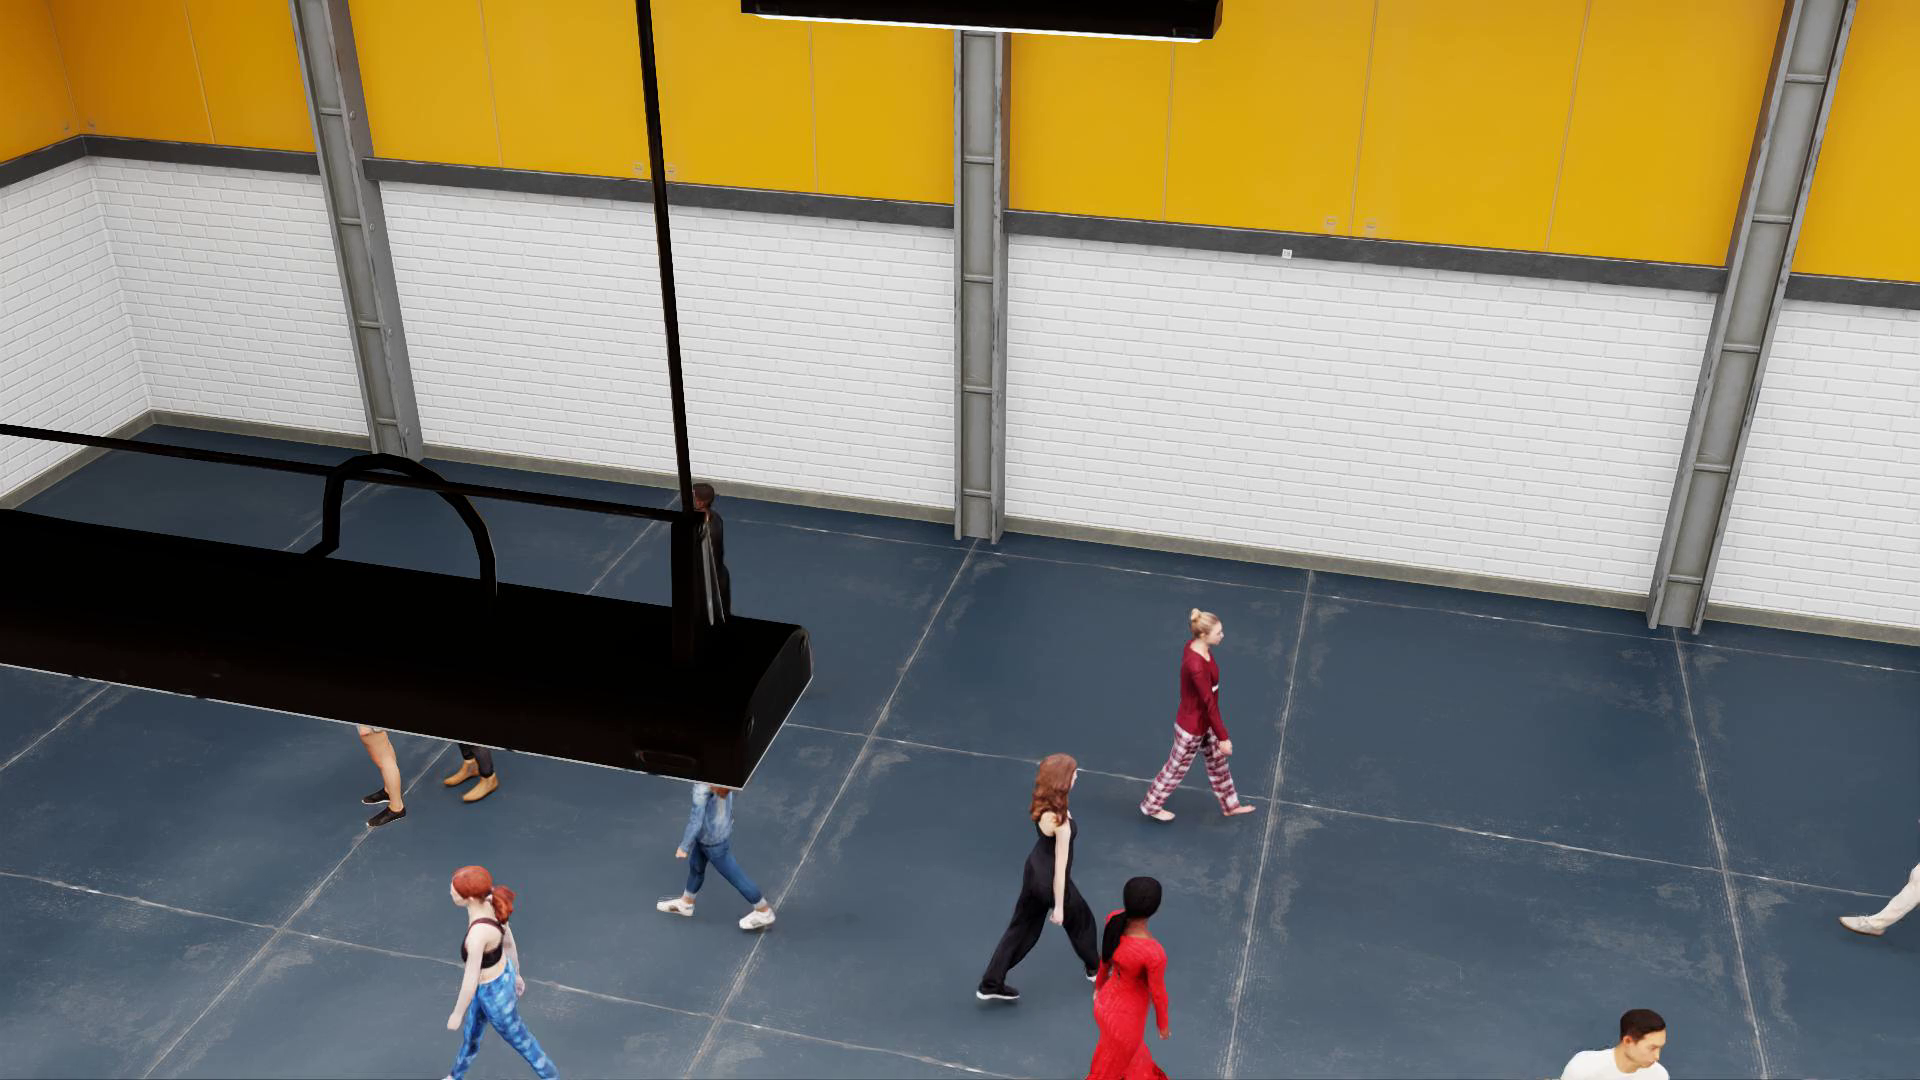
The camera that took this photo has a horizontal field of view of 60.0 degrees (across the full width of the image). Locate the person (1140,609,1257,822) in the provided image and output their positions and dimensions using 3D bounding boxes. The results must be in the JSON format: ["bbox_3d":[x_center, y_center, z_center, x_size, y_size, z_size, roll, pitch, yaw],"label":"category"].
[{"bbox_3d":[1.503,1.223,11.227,1.028,1.666,0.675,6,29,11],"label":"person"}]

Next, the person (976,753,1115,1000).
[{"bbox_3d":[0.418,2.025,9.735,1.234,1.686,1.058,-10,30,-17],"label":"person"}]

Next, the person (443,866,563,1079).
[{"bbox_3d":[-2.368,2.472,8.871,1.214,1.740,0.813,-2,29,-4],"label":"person"}]

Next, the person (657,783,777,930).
[{"bbox_3d":[-1.453,1.836,10.337,1.051,1.441,0.719,1,29,3],"label":"person"}]

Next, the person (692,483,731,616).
[{"bbox_3d":[-1.802,0.374,12.655,0.746,1.789,0.714,1,29,2],"label":"person"}]

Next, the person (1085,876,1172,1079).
[{"bbox_3d":[0.769,2.562,8.712,1.204,1.734,1.072,-13,31,-22],"label":"person"}]

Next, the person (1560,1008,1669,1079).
[{"bbox_3d":[2.988,2.897,8.064,0.870,1.766,0.912,0,29,1],"label":"person"}]
